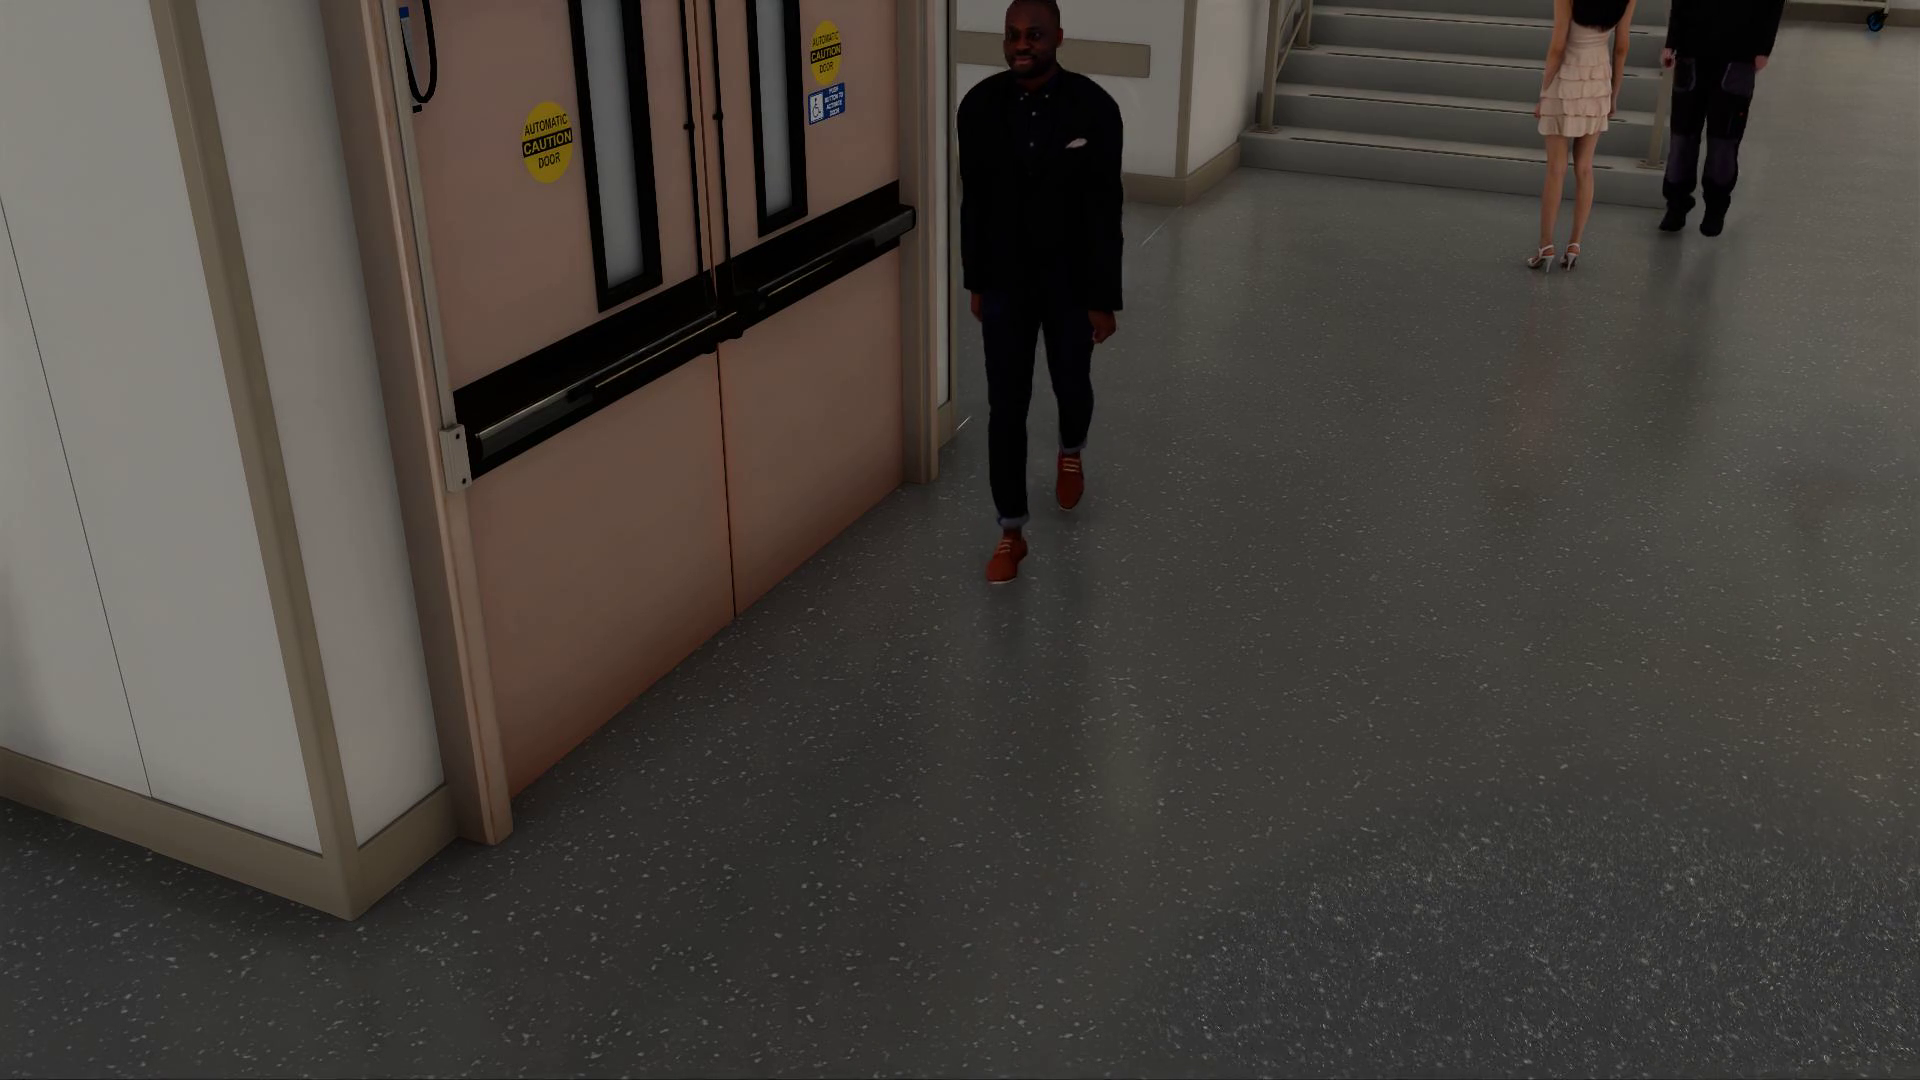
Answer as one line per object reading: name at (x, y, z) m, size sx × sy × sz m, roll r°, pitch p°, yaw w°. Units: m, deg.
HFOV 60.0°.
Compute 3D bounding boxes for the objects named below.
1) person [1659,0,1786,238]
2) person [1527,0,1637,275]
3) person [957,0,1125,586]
person at (4.053, -2.583, 8.880) m, size 0.742 × 1.895 × 0.719 m, roll 18°, pitch 31°, yaw 32°
person at (3.071, -2.195, 8.255) m, size 0.656 × 1.738 × 0.675 m, roll -2°, pitch 26°, yaw -5°
person at (0.286, -0.826, 5.369) m, size 0.890 × 1.779 × 1.247 m, roll 5°, pitch 26°, yaw 11°
